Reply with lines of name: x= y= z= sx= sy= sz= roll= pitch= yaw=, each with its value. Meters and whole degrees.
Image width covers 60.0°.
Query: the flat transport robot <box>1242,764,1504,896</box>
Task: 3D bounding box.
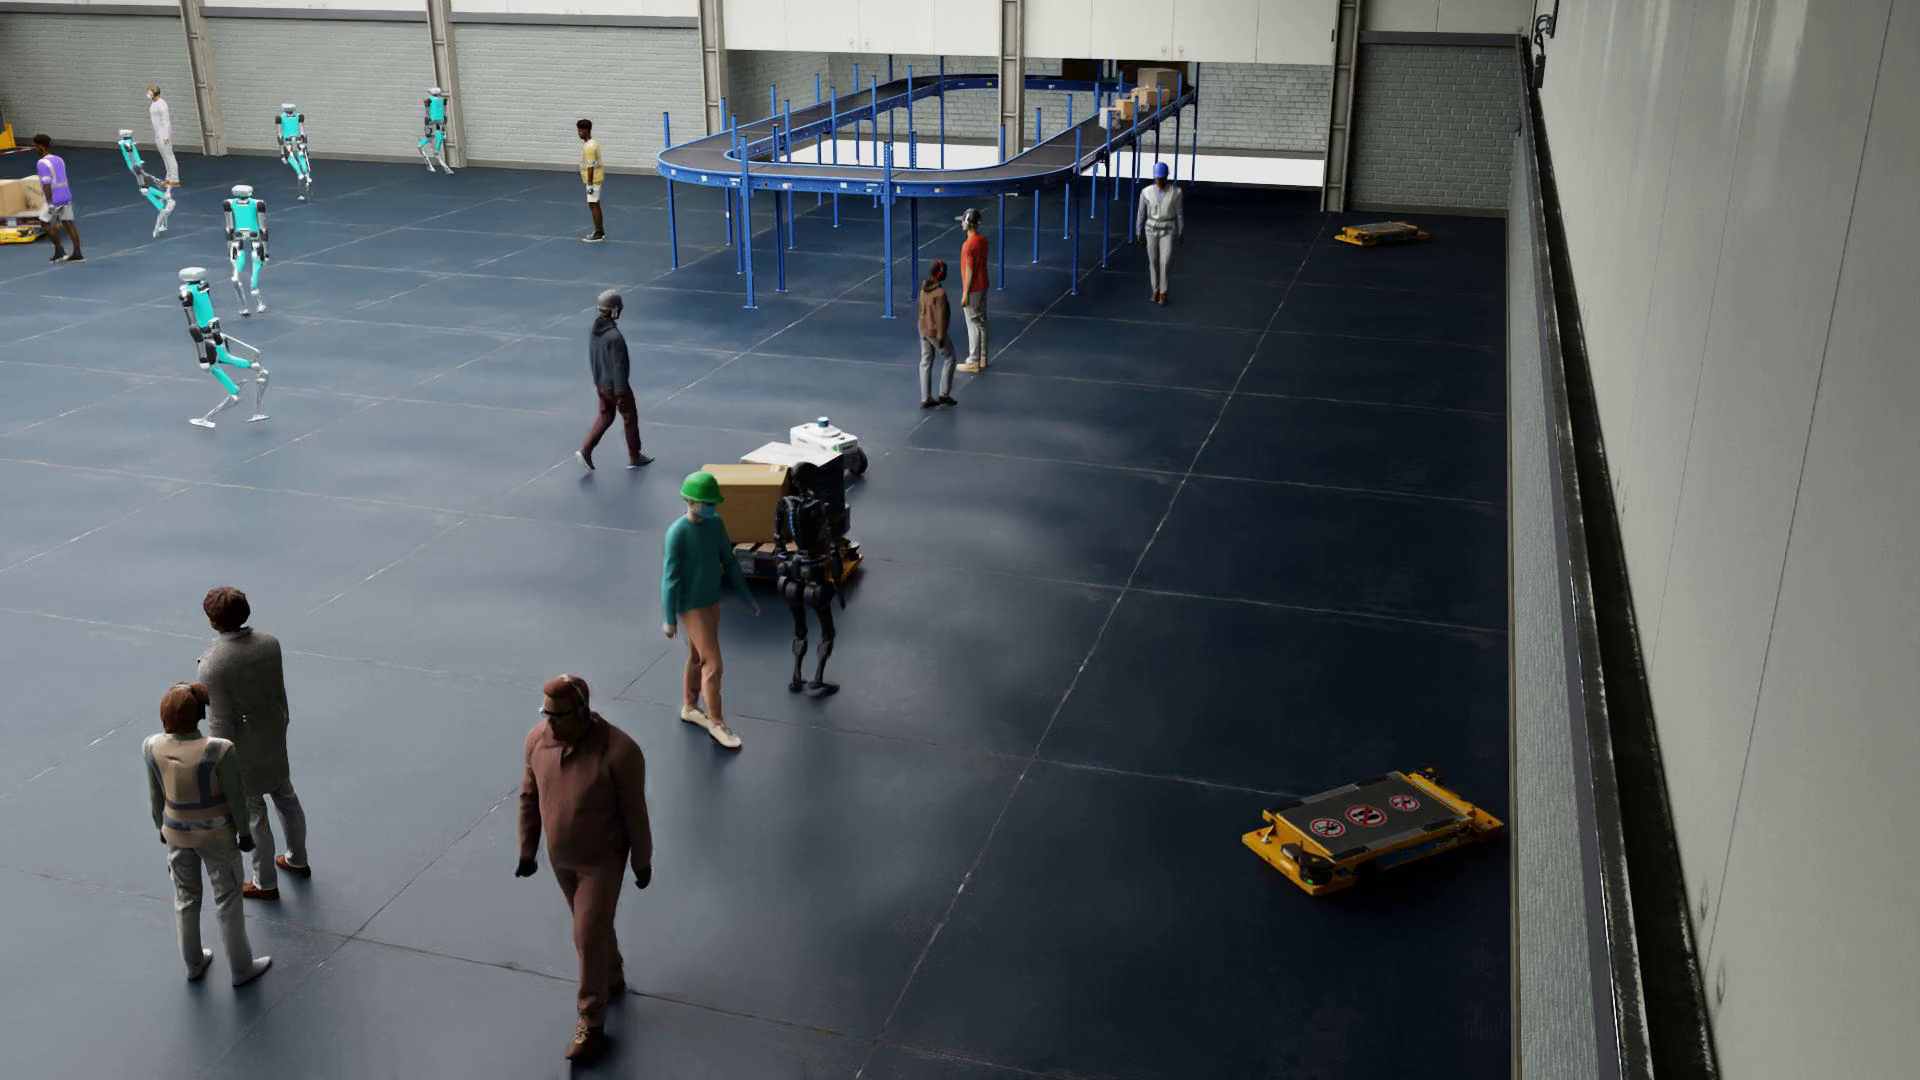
flat transport robot: x=2.438 y=1.694 z=9.785 sx=1.431 sy=0.231 sz=0.659 roll=-11 pitch=24 yaw=-26

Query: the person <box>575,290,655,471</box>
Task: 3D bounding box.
person: x=-3.372 y=-1.522 z=16.005 sx=0.549 sy=1.783 sz=0.746 roll=18 pitch=27 yaw=38

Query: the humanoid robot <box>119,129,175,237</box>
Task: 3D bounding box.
humanoid robot: x=-13.290 y=-5.859 z=27.392 sx=0.787 sy=1.813 sz=0.535 roll=-11 pitch=24 yaw=-27

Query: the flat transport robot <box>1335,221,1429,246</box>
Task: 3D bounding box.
flat transport robot: x=6.887 y=-4.992 z=27.126 sx=1.431 sy=0.231 sz=0.659 roll=-11 pitch=24 yaw=-27

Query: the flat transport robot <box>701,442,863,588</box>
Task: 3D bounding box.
flat transport robot: x=-1.586 y=0.144 z=13.803 sx=1.431 sy=0.231 sz=0.659 roll=6 pitch=22 yaw=14

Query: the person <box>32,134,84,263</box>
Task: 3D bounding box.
person: x=-13.787 y=-5.181 z=25.291 sx=0.594 sy=1.947 sz=0.610 roll=2 pitch=21 yaw=6

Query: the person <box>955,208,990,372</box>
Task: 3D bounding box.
person: x=0.133 y=-2.923 z=19.480 sx=0.409 sy=1.912 sz=0.475 roll=10 pitch=23 yaw=25

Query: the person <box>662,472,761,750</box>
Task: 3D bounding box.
person: x=-1.608 y=0.442 z=10.834 sx=0.755 sy=1.839 sz=0.525 roll=11 pitch=24 yaw=27

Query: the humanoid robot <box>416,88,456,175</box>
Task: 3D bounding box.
humanoid robot: x=-10.586 y=-8.166 z=33.342 sx=0.912 sy=1.766 sz=0.542 roll=13 pitch=25 yaw=31

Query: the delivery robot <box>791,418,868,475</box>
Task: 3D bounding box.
delivery robot: x=-1.291 y=-0.868 z=16.059 sx=0.798 sy=0.614 sz=0.499 roll=20 pitch=29 yaw=41

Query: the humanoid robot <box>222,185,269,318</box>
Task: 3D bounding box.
humanoid robot: x=-9.395 y=-3.725 z=21.869 sx=0.548 sy=1.771 sz=1.039 roll=-3 pitch=21 yaw=-8

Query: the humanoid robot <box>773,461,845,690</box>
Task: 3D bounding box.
humanoid robot: x=-1.069 y=0.265 z=11.555 sx=0.589 sy=1.653 sz=0.359 roll=12 pitch=24 yaw=29

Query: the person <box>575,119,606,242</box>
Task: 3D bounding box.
person: x=-5.970 y=-5.832 z=26.958 sx=0.388 sy=1.956 sz=0.607 roll=-2 pitch=21 yaw=-4

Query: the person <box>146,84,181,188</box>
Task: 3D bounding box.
person: x=-15.376 y=-7.790 z=32.065 sx=0.359 sy=1.938 sz=0.636 roll=-16 pitch=26 yaw=-35

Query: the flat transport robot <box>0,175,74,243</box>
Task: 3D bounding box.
flat transport robot: x=-15.462 y=-5.141 z=27.512 sx=0.659 sy=0.231 sz=1.431 roll=-3 pitch=21 yaw=-7

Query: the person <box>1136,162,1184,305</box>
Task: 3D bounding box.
person: x=2.701 y=-4.171 z=22.690 sx=0.655 sy=1.920 sz=0.737 roll=7 pitch=22 yaw=17

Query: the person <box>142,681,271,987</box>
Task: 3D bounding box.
person: x=-3.837 y=1.491 z=8.427 sx=0.525 sy=1.628 sz=0.321 roll=4 pitch=21 yaw=10

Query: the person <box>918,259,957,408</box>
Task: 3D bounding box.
person: x=-0.235 y=-2.244 z=18.100 sx=0.522 sy=1.628 sz=0.454 roll=-17 pitch=27 yaw=-37

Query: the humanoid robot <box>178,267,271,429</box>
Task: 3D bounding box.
humanoid robot: x=-7.568 y=-1.952 z=17.237 sx=1.011 sy=1.746 sz=0.532 roll=-1 pitch=21 yaw=-1

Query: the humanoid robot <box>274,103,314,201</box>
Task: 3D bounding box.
humanoid robot: x=-12.066 y=-6.997 z=30.364 sx=0.541 sy=1.862 sz=0.673 roll=-19 pitch=28 yaw=-40

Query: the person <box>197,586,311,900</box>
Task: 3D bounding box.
person: x=-3.897 y=1.111 z=9.128 sx=0.365 sy=1.833 sz=0.501 roll=10 pitch=23 yaw=24

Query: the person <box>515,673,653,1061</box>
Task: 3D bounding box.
person: x=-1.866 y=1.543 z=7.939 sx=0.667 sy=1.878 sz=0.797 roll=11 pitch=23 yaw=25
